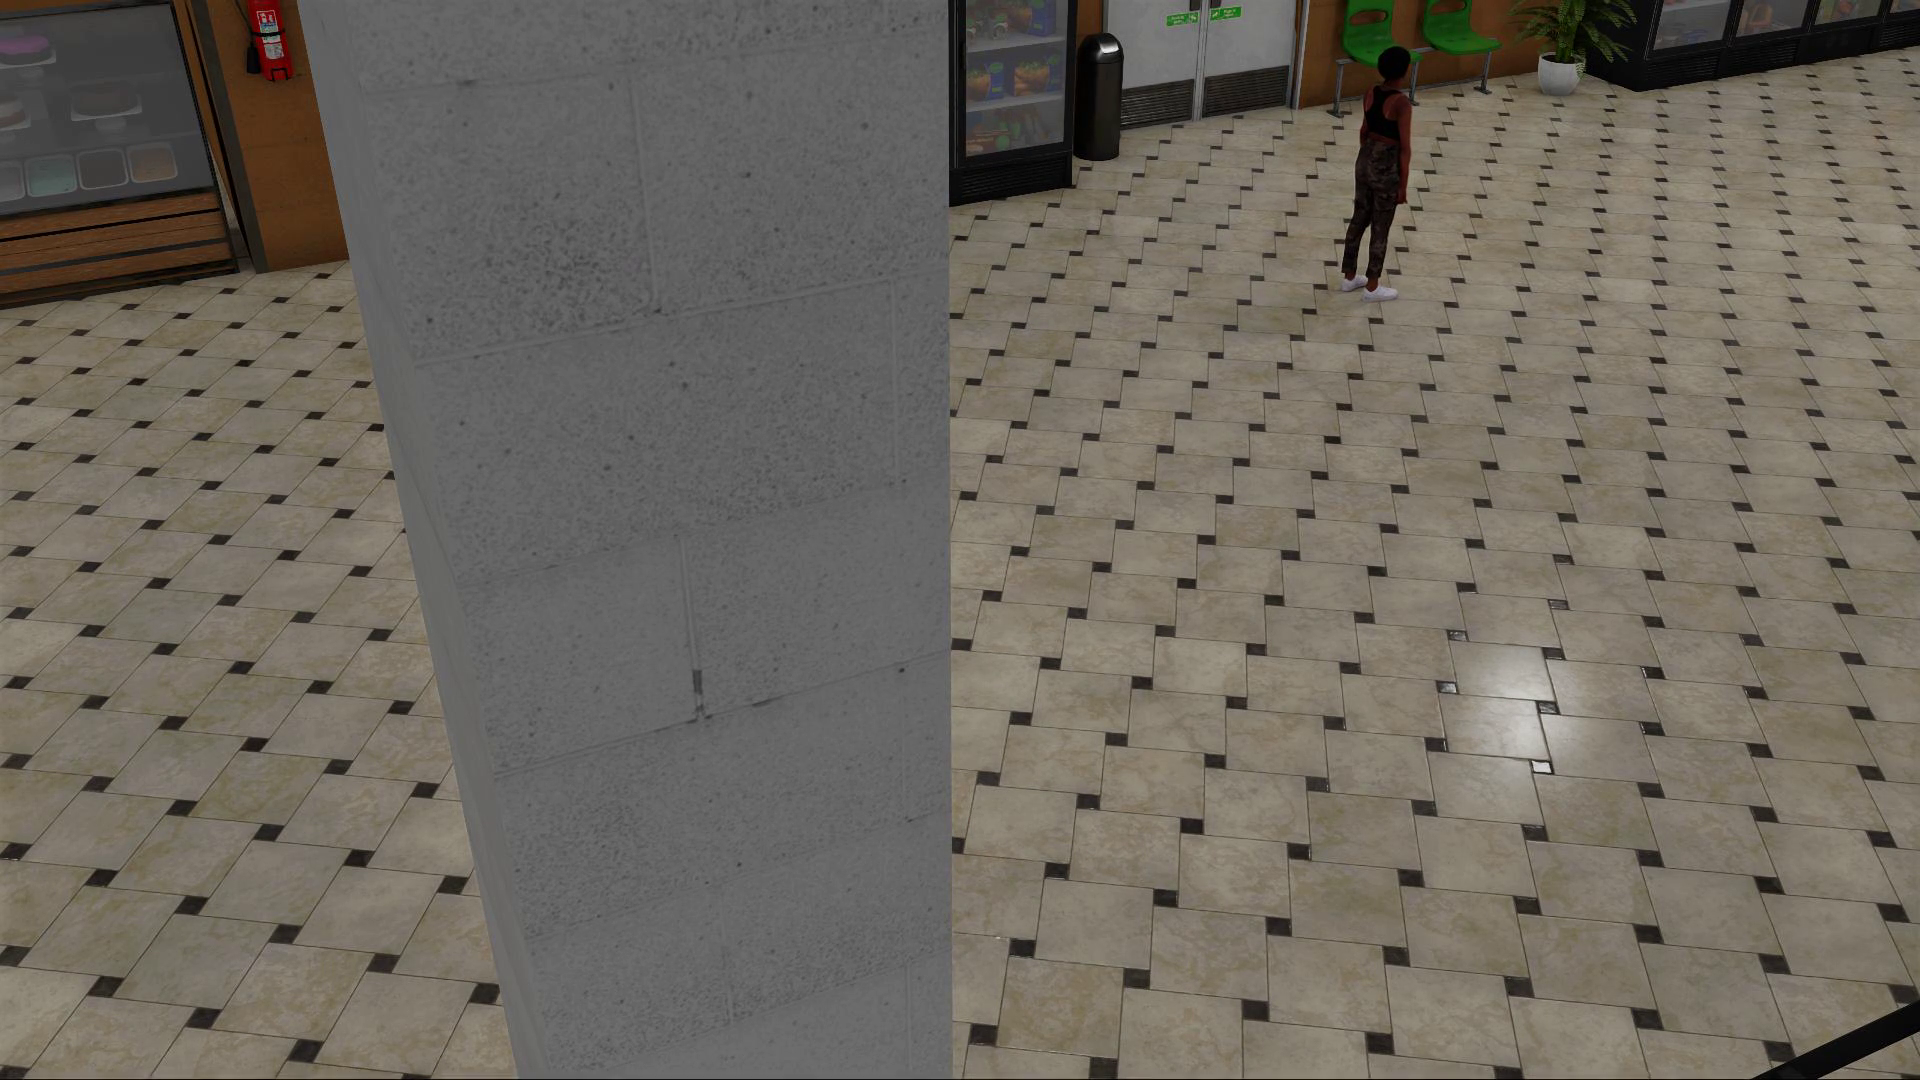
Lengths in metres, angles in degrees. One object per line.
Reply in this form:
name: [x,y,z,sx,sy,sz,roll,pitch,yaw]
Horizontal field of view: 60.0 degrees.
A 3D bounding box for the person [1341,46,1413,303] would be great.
person: [2.773,-2.424,11.003,0.656,1.698,0.484,-18,36,-26]
